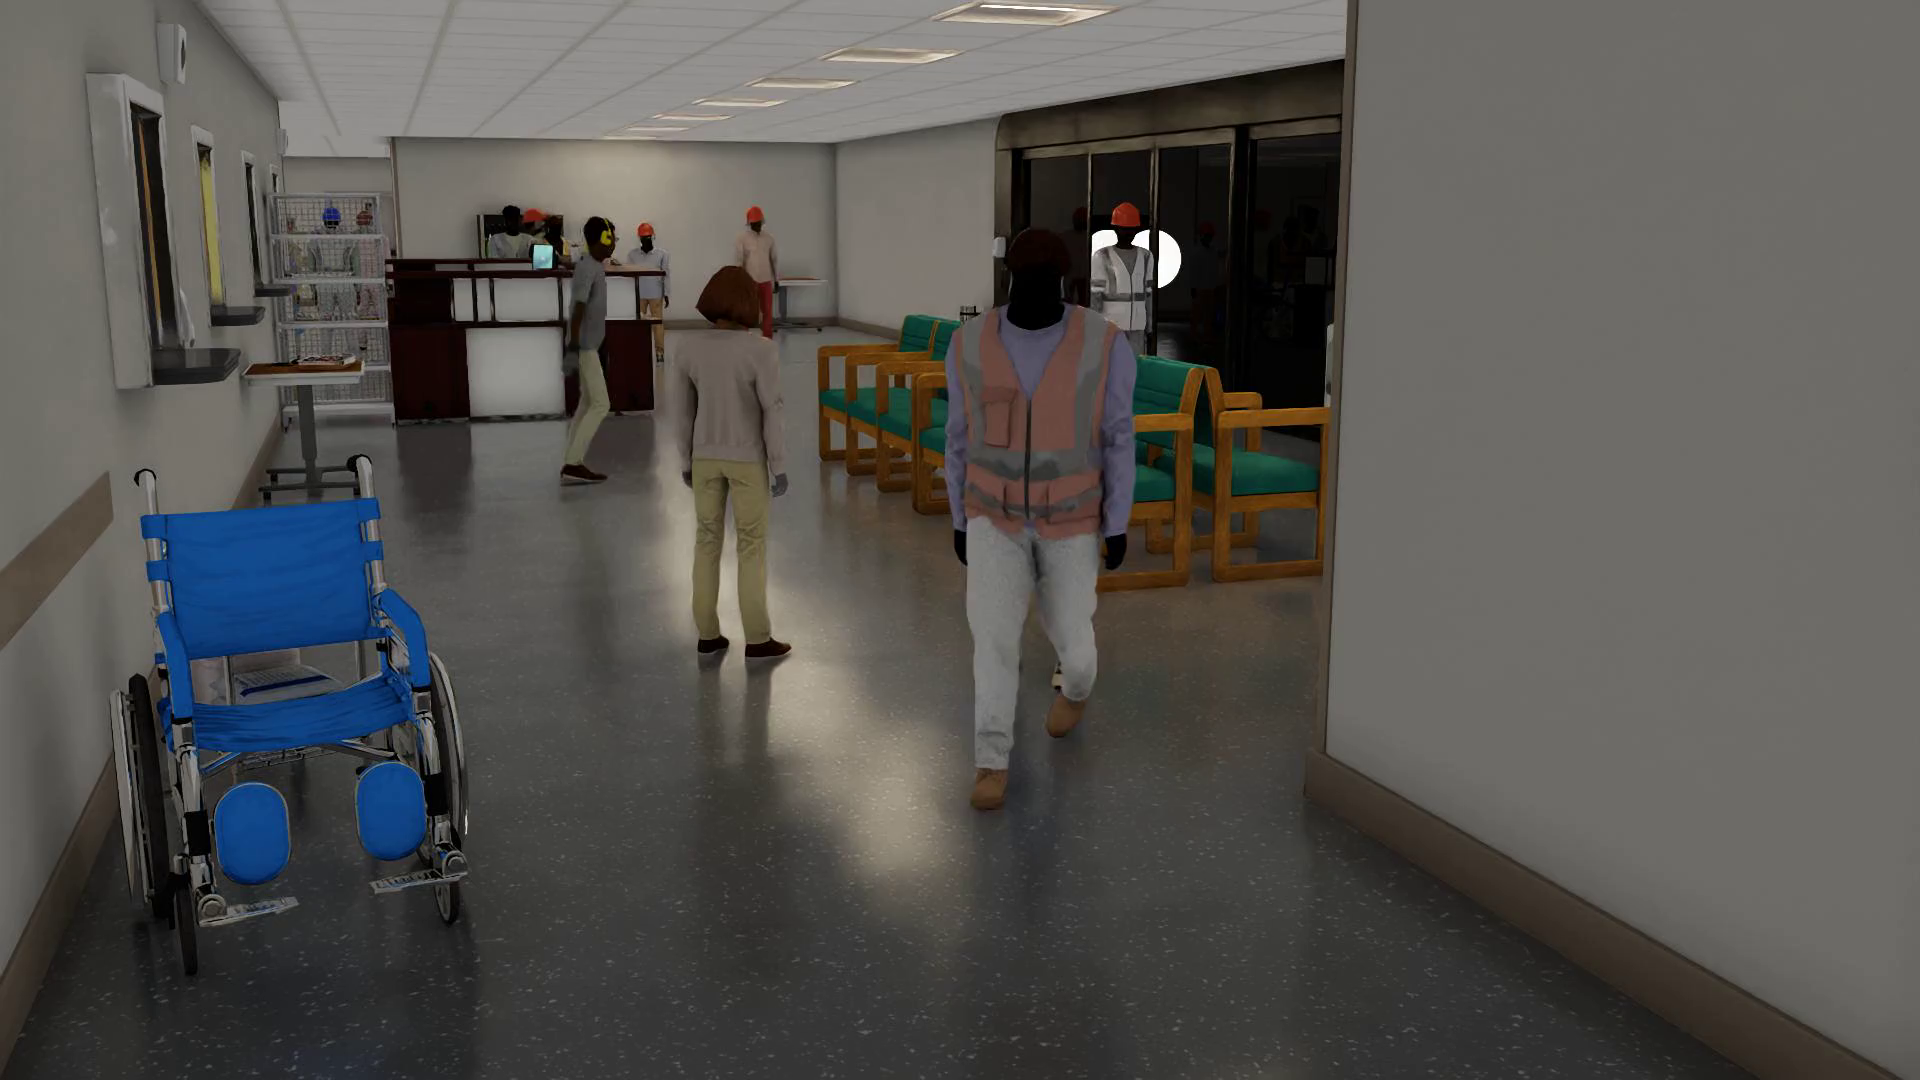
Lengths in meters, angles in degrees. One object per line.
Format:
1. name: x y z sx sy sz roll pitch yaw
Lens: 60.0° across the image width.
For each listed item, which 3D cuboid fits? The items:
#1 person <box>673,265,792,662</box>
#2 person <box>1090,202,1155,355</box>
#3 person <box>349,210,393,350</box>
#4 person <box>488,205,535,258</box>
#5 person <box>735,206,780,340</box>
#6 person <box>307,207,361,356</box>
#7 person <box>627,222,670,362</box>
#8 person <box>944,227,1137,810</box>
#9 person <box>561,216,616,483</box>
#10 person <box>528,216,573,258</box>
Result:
1. person: -0.940 -0.313 6.897 0.505 1.632 0.285 5 12 23
2. person: 1.316 -1.720 13.337 0.553 1.935 0.364 -4 12 -20
3. person: -8.075 -3.540 22.752 0.643 1.909 0.410 -2 11 -9
4. person: -5.521 -3.155 20.622 0.613 1.963 0.362 -7 13 -31
5. person: -2.763 -3.534 22.565 0.682 1.965 0.598 -7 13 -32
6. person: -7.488 -3.009 19.965 0.601 1.938 0.420 -3 11 -15
7. person: -3.927 -3.107 20.925 0.560 1.752 0.326 0 11 1
8. person: 0.266 -0.103 5.399 0.624 1.811 0.811 2 11 10
9. person: -2.573 -1.310 11.502 0.499 1.831 0.545 -3 11 -13
10. person: -4.989 -3.067 20.526 0.429 1.835 0.628 10 15 41
